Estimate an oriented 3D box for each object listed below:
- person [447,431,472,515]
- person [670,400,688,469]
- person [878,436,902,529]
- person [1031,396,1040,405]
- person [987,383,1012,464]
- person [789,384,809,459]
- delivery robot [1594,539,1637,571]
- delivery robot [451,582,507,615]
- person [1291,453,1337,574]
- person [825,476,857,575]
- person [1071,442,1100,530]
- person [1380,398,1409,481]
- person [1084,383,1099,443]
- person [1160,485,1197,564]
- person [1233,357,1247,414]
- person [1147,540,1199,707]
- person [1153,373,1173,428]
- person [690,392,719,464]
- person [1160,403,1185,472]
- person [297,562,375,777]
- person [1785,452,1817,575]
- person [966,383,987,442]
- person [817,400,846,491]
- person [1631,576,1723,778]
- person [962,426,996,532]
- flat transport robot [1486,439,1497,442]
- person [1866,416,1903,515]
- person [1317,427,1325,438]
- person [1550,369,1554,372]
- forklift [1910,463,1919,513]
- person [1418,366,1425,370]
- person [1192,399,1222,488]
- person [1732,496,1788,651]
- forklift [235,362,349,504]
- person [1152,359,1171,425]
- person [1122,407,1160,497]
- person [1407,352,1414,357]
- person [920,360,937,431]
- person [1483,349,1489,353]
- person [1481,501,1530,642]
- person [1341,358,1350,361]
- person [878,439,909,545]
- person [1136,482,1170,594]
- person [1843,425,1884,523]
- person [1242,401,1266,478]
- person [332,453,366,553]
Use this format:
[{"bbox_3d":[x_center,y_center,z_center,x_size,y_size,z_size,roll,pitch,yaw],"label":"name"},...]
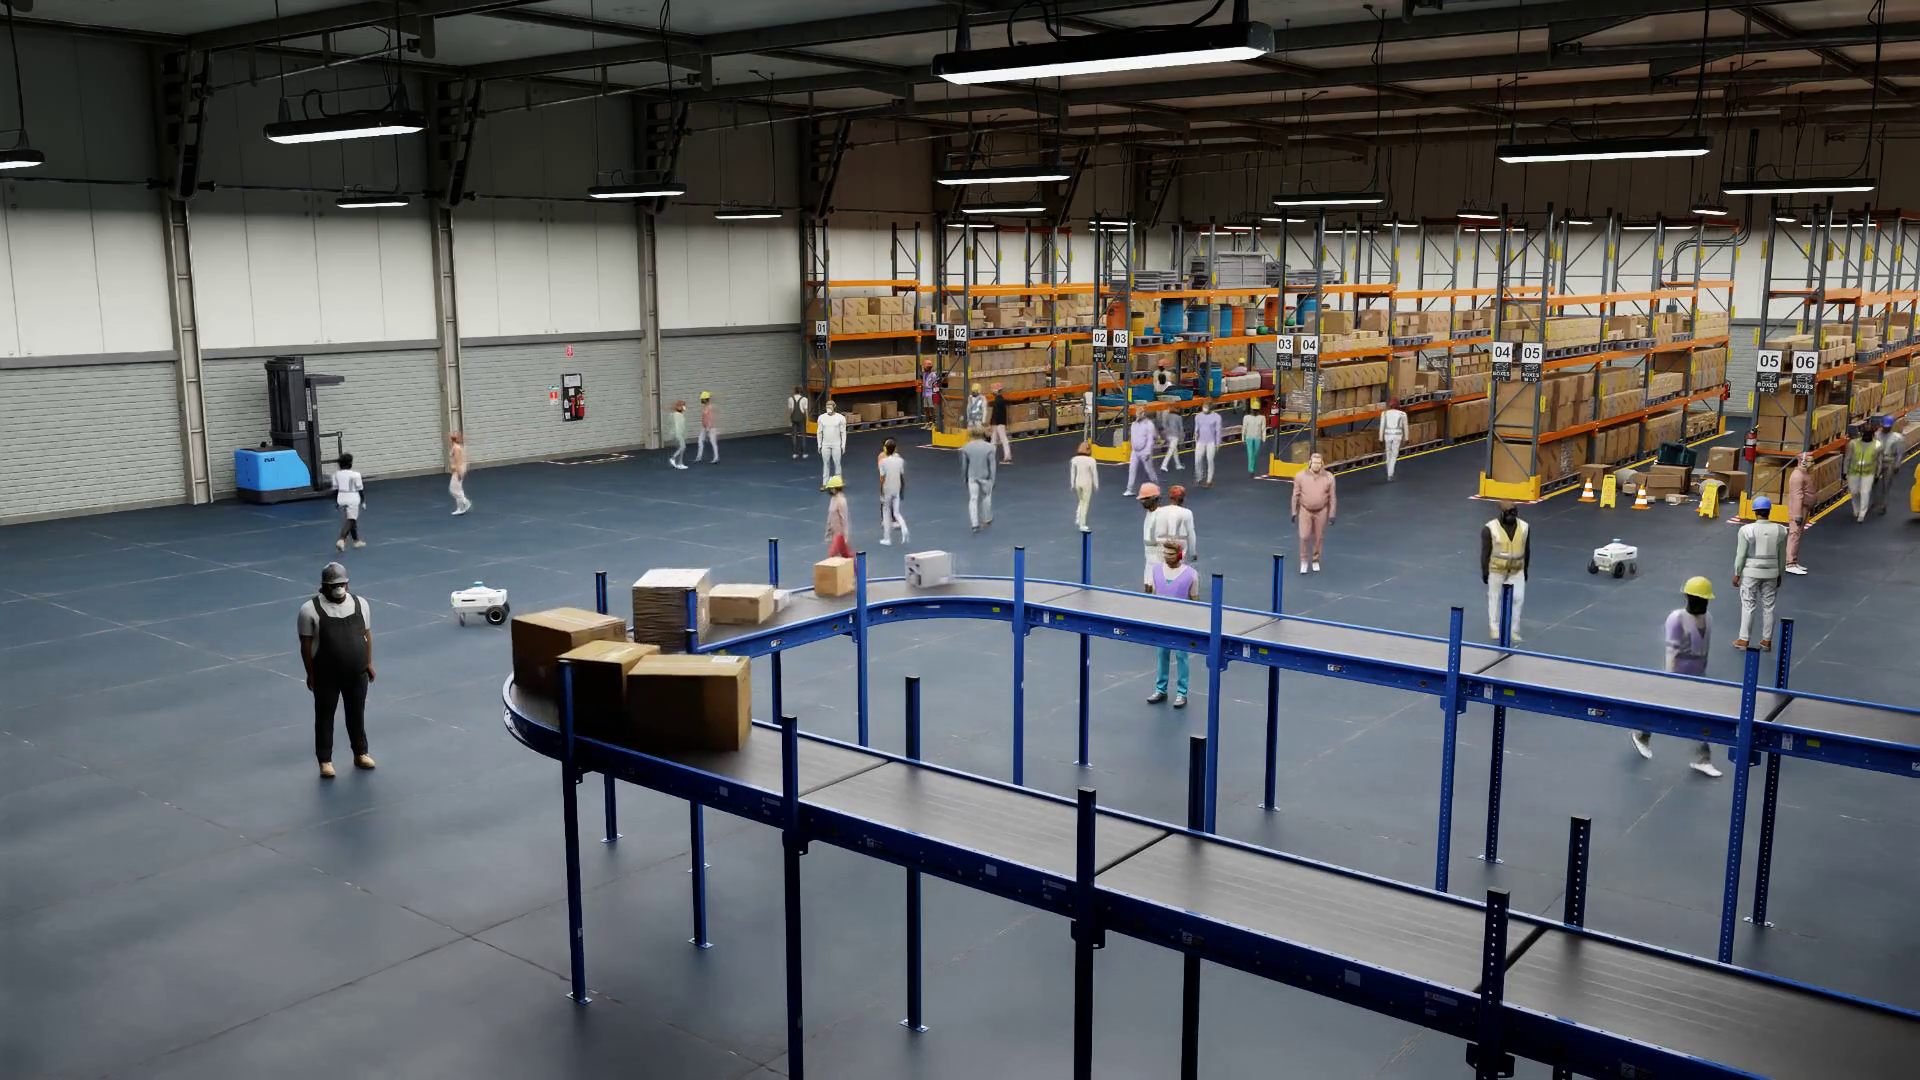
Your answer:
[{"bbox_3d":[-9.699,-1.284,30.101,0.358,1.628,0.526,-3,11,-19],"label":"person"},{"bbox_3d":[-6.586,-2.479,36.837,0.380,1.618,0.515,1,10,6],"label":"person"},{"bbox_3d":[-1.264,-1.055,28.625,0.532,1.697,0.319,8,13,39],"label":"person"},{"bbox_3d":[2.416,-4.899,49.582,0.542,1.939,0.366,7,13,36],"label":"person"},{"bbox_3d":[0.823,-2.813,37.805,0.973,1.945,0.632,2,10,9],"label":"person"},{"bbox_3d":[-4.000,-2.953,38.903,0.509,1.844,0.374,2,10,9],"label":"person"},{"bbox_3d":[10.258,0.229,24.469,0.707,0.478,0.477,-7,12,-34],"label":"delivery robot"},{"bbox_3d":[-6.515,0.809,21.203,0.707,0.478,0.477,-2,10,-9],"label":"delivery robot"},{"bbox_3d":[5.537,-0.407,24.469,0.692,1.876,0.815,2,10,9],"label":"person"},{"bbox_3d":[-1.802,-0.101,23.203,0.925,1.718,0.543,-4,11,-19],"label":"person"},{"bbox_3d":[2.280,-0.982,28.427,0.511,1.616,0.396,9,13,40],"label":"person"},{"bbox_3d":[9.713,-2.261,35.045,0.587,1.836,0.991,5,11,28],"label":"person"},{"bbox_3d":[3.525,-3.414,42.083,0.532,1.634,0.311,9,14,42],"label":"person"},{"bbox_3d":[2.895,0.165,21.408,0.562,1.842,0.999,10,14,44],"label":"person"},{"bbox_3d":[9.040,-4.954,50.213,0.607,1.829,0.461,5,11,24],"label":"person"},{"bbox_3d":[2.347,0.899,17.213,0.569,1.842,0.377,7,13,36],"label":"person"},{"bbox_3d":[5.713,-3.801,43.809,0.643,1.809,0.728,6,12,29],"label":"person"},{"bbox_3d":[-6.180,-2.697,37.763,0.770,1.740,0.528,-7,13,-36],"label":"person"},{"bbox_3d":[4.963,-2.401,36.500,0.846,1.595,0.516,-7,12,-34],"label":"person"},{"bbox_3d":[-5.889,1.232,14.907,0.674,2.000,0.535,-9,13,-41],"label":"person"},{"bbox_3d":[13.185,-0.431,24.526,0.409,1.909,0.641,6,12,29],"label":"person"},{"bbox_3d":[0.403,-3.065,39.585,0.620,1.818,0.424,8,13,38],"label":"person"},{"bbox_3d":[-2.734,-2.010,33.319,0.634,1.938,0.355,2,10,11],"label":"person"},{"bbox_3d":[6.950,1.258,15.053,0.595,1.896,0.920,-5,11,-25],"label":"person"},{"bbox_3d":[0.378,-1.134,28.506,0.661,1.893,0.977,3,10,15],"label":"person"},{"bbox_3d":[15.005,-2.721,42.136,0.652,0.197,1.431,-9,13,-41],"label":"flat transport robot"},{"bbox_3d":[17.761,-1.430,30.130,0.607,1.907,0.703,10,14,44],"label":"person"},{"bbox_3d":[9.442,-3.378,41.127,0.470,1.901,0.585,3,11,17],"label":"person"},{"bbox_3d":[19.540,-5.343,52.115,0.374,1.928,0.543,-9,13,-40],"label":"person"},{"bbox_3d":[19.034,-1.348,28.998,2.313,2.155,1.214,8,13,37],"label":"forklift"},{"bbox_3d":[13.204,-4.066,45.080,0.601,1.880,0.974,8,13,40],"label":"person"},{"bbox_3d":[5.293,-2.059,33.648,0.644,1.917,0.688,5,11,27],"label":"person"},{"bbox_3d":[10.024,0.421,19.633,0.604,1.940,0.400,1,10,5],"label":"person"},{"bbox_3d":[-13.803,-2.244,32.110,1.129,2.768,1.873,8,13,37],"label":"forklift"},{"bbox_3d":[5.961,-4.396,46.633,0.653,1.973,0.629,8,13,37],"label":"person"},{"bbox_3d":[3.827,-1.858,32.670,0.957,1.868,0.640,-10,14,-43],"label":"person"},{"bbox_3d":[14.628,-5.107,50.753,0.599,1.932,0.999,-3,10,-15],"label":"person"},{"bbox_3d":[-0.924,-4.174,45.209,0.390,2.041,0.614,-7,12,-36],"label":"person"},{"bbox_3d":[17.842,-5.523,53.151,0.594,1.919,0.388,-2,10,-11],"label":"person"},{"bbox_3d":[7.013,0.410,20.041,0.654,1.816,0.727,0,10,1],"label":"person"},{"bbox_3d":[13.411,-5.702,54.317,0.568,1.856,0.375,6,12,31],"label":"person"},{"bbox_3d":[-1.143,-0.804,26.810,0.512,1.851,0.705,-6,12,-32],"label":"person"},{"bbox_3d":[2.574,0.256,20.344,0.584,2.015,0.653,-2,10,-11],"label":"person"},{"bbox_3d":[17.035,-1.272,29.510,0.634,1.821,0.711,8,13,37],"label":"person"},{"bbox_3d":[6.691,-2.324,35.669,0.527,1.728,0.851,0,10,0],"label":"person"},{"bbox_3d":[-10.320,-0.633,26.331,0.532,1.669,0.822,3,11,18],"label":"person"}]
